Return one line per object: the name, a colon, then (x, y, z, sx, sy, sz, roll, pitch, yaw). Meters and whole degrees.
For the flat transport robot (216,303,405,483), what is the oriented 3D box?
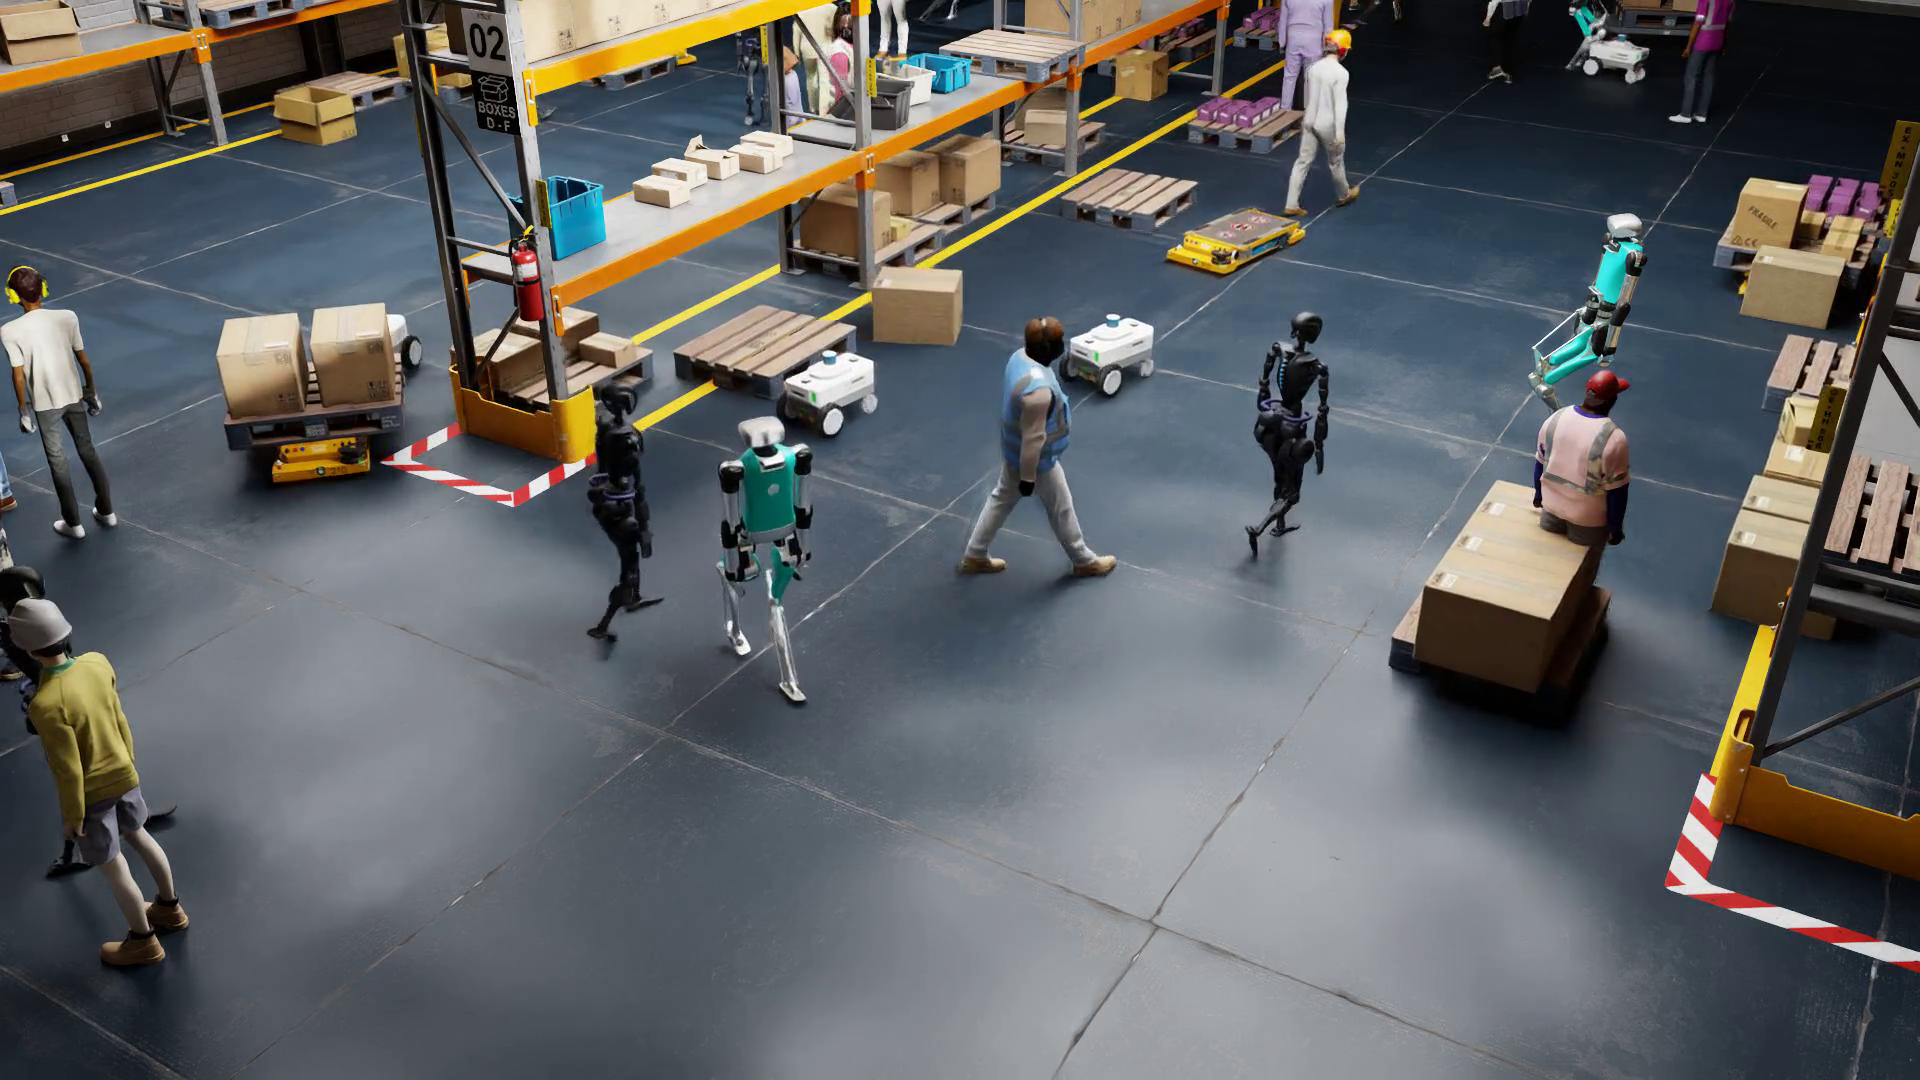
flat transport robot: (-4.762, -0.851, 12.446, 0.659, 0.231, 1.431, -8, 30, -14)

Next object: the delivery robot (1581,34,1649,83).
delivery robot: (8.640, -6.351, 21.863, 0.756, 0.571, 0.499, 25, 38, 37)

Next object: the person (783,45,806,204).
person: (-1.741, -4.262, 17.105, 0.318, 1.620, 0.506, -3, 30, -6)

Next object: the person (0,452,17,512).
person: (-6.775, -1.102, 11.139, 0.376, 1.995, 0.610, -20, 35, -31)

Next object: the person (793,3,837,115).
person: (-1.687, -5.828, 19.794, 0.594, 1.698, 0.833, -1, 29, -1)

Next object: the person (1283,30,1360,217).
person: (3.722, -4.192, 16.784, 1.011, 1.825, 0.613, -21, 36, -32)

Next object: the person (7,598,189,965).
person: (-3.824, 1.083, 7.383, 0.392, 1.888, 0.487, 4, 30, 8)

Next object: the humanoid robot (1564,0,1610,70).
humanoid robot: (8.371, -7.119, 22.069, 0.753, 1.815, 0.549, 17, 33, 27)

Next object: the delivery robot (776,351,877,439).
delivery robot: (-0.993, -1.151, 12.667, 0.499, 0.575, 0.754, 23, 36, 34)

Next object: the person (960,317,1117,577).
person: (0.472, -0.557, 10.387, 1.001, 1.788, 0.642, -5, 30, -9)

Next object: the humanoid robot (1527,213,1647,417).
humanoid robot: (4.434, -1.516, 11.996, 0.735, 1.677, 0.533, -1, 30, -3)

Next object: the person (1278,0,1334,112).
person: (4.084, -5.869, 19.662, 0.651, 1.905, 0.406, 15, 33, 24)

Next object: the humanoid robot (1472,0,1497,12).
humanoid robot: (8.129, -8.852, 25.178, 0.480, 1.646, 0.610, 15, 33, 25)

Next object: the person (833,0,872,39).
person: (-1.153, -5.050, 18.170, 0.420, 1.949, 0.489, -7, 30, -12)

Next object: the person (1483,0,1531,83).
person: (7.080, -6.796, 21.476, 0.746, 1.737, 0.516, -9, 31, -15)

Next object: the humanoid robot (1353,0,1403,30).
humanoid robot: (6.184, -8.292, 24.162, 0.548, 1.768, 1.007, -24, 38, -36)

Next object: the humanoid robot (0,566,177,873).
humanoid robot: (-4.279, 0.850, 8.028, 0.619, 1.636, 0.588, -16, 33, -26)

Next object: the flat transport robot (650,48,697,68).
flat transport robot: (-4.339, -6.484, 22.412, 1.431, 0.231, 0.659, -22, 36, -34)

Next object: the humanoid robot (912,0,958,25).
humanoid robot: (-0.282, -8.380, 24.285, 0.543, 1.724, 1.037, 24, 38, 36)

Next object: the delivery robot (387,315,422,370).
delivery robot: (-4.724, -1.545, 13.402, 0.499, 0.613, 0.807, 4, 30, 8)

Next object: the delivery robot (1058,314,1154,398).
delivery robot: (1.201, -1.502, 13.315, 0.806, 0.602, 0.499, -24, 37, -36)

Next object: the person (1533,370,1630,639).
person: (3.629, -0.184, 9.759, 0.419, 1.754, 0.604, -20, 35, -32)

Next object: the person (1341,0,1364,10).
person: (6.007, -9.008, 25.374, 0.561, 1.744, 0.343, 26, 38, 37)

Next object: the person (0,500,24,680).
person: (-5.671, -0.107, 9.416, 0.600, 1.958, 0.372, 8, 30, 14)

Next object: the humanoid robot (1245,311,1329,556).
humanoid robot: (2.071, -0.701, 10.777, 0.650, 1.637, 0.612, -21, 36, -32)

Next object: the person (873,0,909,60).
person: (-0.914, -7.443, 22.419, 0.627, 1.934, 0.371, 13, 32, 22)

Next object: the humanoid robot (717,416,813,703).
humanoid robot: (-1.188, 0.018, 9.465, 0.530, 1.772, 1.006, -16, 33, -25)

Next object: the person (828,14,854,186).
person: (-1.095, -4.601, 17.493, 0.549, 1.828, 0.638, 2, 30, 3)

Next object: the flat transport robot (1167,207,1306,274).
flat transport robot: (2.685, -2.903, 16.076, 0.659, 0.231, 1.431, 24, 37, 36)

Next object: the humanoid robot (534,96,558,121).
humanoid robot: (-5.101, -5.708, 19.531, 0.546, 1.731, 0.975, 17, 34, 28)

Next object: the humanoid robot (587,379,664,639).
humanoid robot: (-2.059, -0.190, 9.866, 0.555, 1.636, 0.610, -19, 35, -30)

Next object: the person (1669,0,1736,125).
person: (8.864, -5.877, 19.743, 0.520, 1.840, 0.332, -10, 31, -17)

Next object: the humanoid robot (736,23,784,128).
humanoid robot: (-2.346, -5.682, 19.564, 0.601, 1.653, 0.320, -4, 30, -6)

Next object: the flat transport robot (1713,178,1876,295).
flat transport robot: (7.662, -2.492, 15.349, 0.659, 0.231, 1.431, 17, 34, 27)

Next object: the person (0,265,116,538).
person: (-5.938, -0.904, 10.933, 0.349, 1.856, 0.525, 20, 35, 32)

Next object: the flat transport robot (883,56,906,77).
flat transport robot: (-0.643, -6.017, 21.585, 0.659, 0.231, 1.431, -2, 30, -4)
